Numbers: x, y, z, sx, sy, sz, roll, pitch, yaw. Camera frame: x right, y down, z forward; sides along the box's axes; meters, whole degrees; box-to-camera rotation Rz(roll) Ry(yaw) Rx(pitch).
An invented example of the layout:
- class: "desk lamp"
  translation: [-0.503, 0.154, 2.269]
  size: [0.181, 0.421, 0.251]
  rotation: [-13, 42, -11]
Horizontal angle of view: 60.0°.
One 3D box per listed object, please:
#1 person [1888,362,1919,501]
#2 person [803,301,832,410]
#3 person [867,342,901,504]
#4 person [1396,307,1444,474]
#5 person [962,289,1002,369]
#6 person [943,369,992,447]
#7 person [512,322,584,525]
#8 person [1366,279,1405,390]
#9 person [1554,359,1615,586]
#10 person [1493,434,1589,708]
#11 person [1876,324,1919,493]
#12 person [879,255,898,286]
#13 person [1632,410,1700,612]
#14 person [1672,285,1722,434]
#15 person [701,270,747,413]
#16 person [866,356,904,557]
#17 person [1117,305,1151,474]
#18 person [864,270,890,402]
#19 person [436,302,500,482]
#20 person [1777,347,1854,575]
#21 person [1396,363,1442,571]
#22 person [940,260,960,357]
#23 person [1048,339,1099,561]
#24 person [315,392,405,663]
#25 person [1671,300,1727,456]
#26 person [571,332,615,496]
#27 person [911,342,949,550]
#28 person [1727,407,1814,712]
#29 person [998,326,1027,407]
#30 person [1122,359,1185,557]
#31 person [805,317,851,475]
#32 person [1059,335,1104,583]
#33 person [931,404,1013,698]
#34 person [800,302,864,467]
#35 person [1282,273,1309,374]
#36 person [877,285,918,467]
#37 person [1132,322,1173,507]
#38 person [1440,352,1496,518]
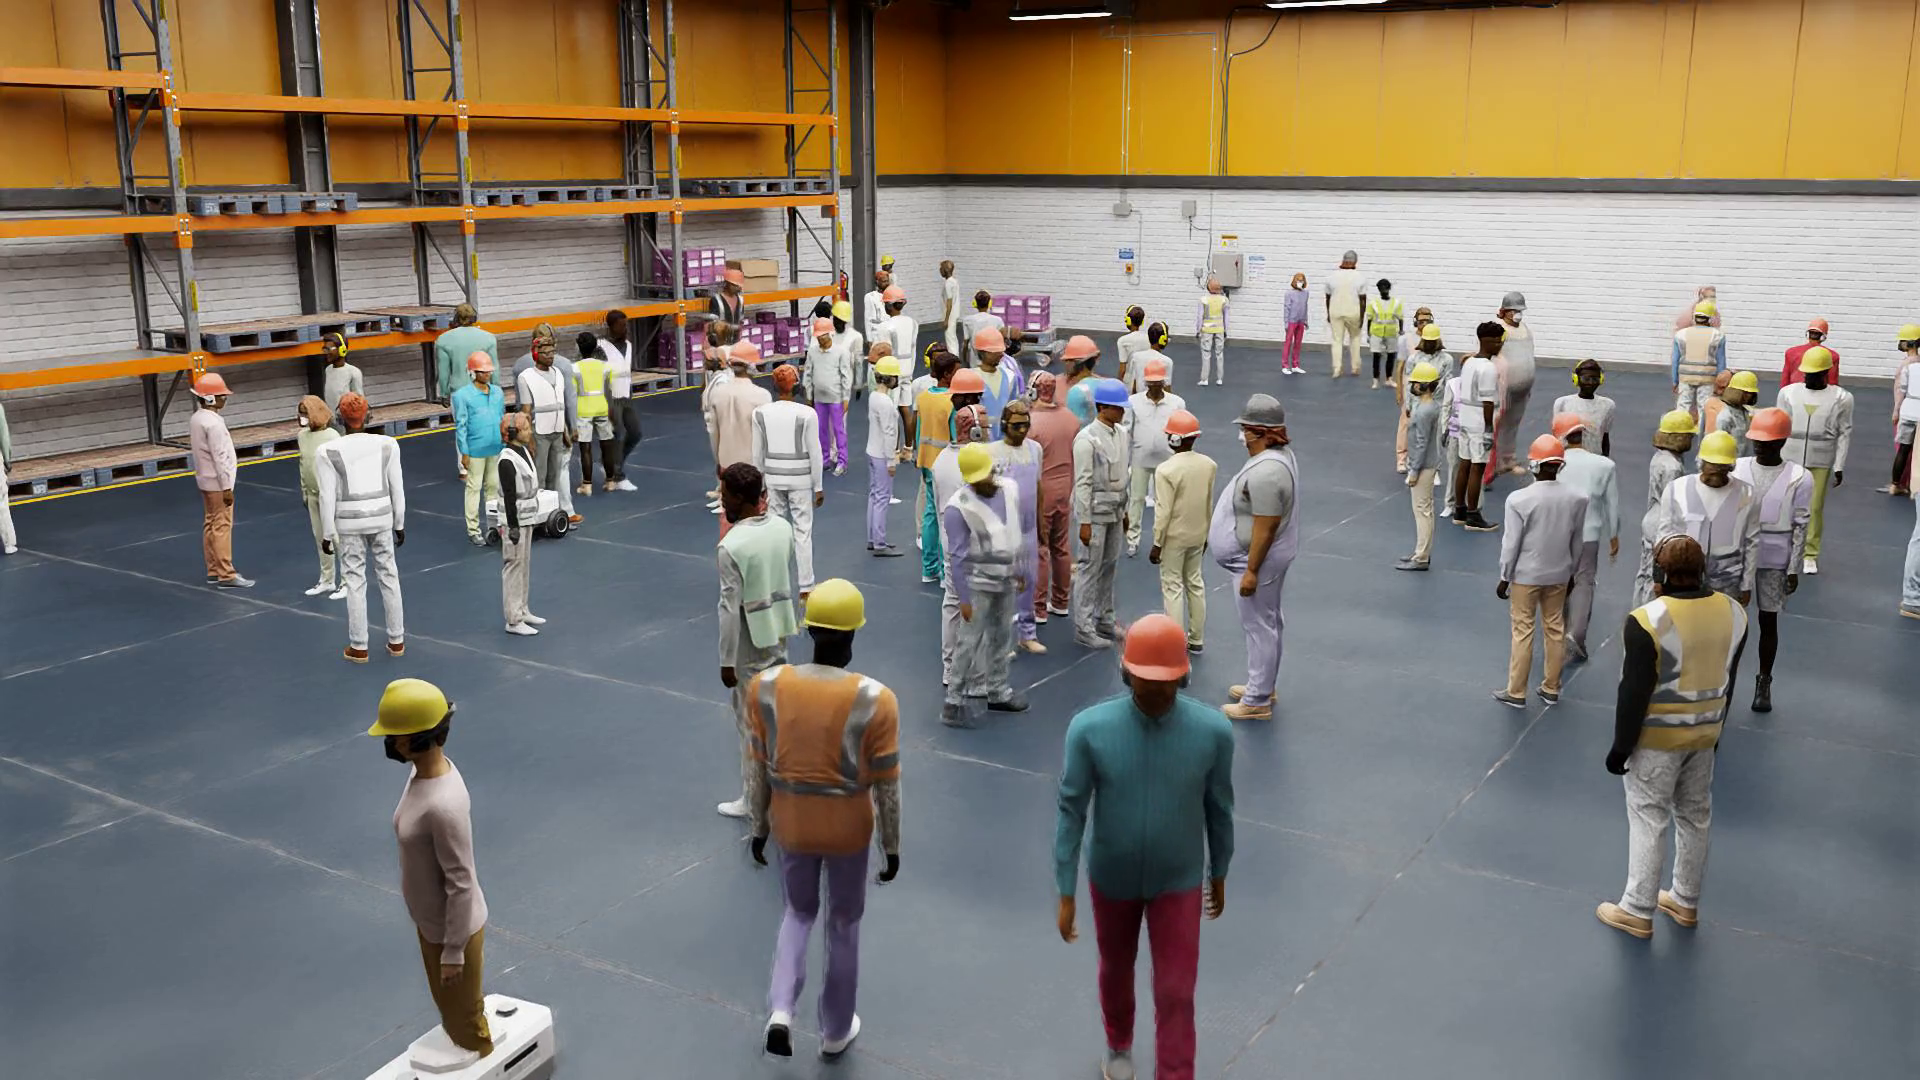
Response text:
- class: "person"
  translation: [9.805, -1.238, 16.955]
  size: [0.320, 1.687, 0.539]
  rotation: [-5, 14, -22]
- class: "person"
  translation: [-1.691, -2.136, 20.821]
  size: [0.531, 1.698, 0.320]
  rotation: [3, 13, 14]
- class: "person"
  translation: [-0.787, -1.188, 16.851]
  size: [0.284, 1.633, 0.497]
  rotation: [-4, 14, -17]
- class: "person"
  translation: [5.074, -1.650, 18.394]
  size: [0.506, 1.846, 0.345]
  rotation: [-1, 13, -3]
- class: "person"
  translation: [0.282, -2.157, 20.571]
  size: [0.515, 1.861, 0.326]
  rotation: [1, 13, 4]
- class: "person"
  translation: [0.059, -0.305, 12.356]
  size: [0.361, 1.935, 0.553]
  rotation: [-1, 13, -5]
- class: "person"
  translation: [-3.890, -1.083, 15.728]
  size: [0.627, 1.940, 0.370]
  rotation: [4, 13, 16]
- class: "person"
  translation: [6.407, -3.104, 25.093]
  size: [0.593, 1.671, 0.524]
  rotation: [2, 13, 7]
- class: "person"
  translation: [5.052, -0.545, 13.554]
  size: [0.513, 1.868, 0.328]
  rotation: [0, 13, -1]
- class: "person"
  translation: [3.673, 0.198, 10.575]
  size: [0.563, 1.752, 0.328]
  rotation: [-3, 13, -13]
- class: "person"
  translation: [9.831, -1.360, 17.325]
  size: [0.341, 1.760, 0.525]
  rotation: [12, 17, 41]
- class: "person"
  translation: [-1.269, -4.190, 29.602]
  size: [0.346, 1.761, 0.527]
  rotation: [-5, 14, -21]
- class: "person"
  translation: [4.948, -0.048, 11.663]
  size: [0.307, 1.745, 0.484]
  rotation: [2, 13, 10]
- class: "person"
  translation: [9.289, -2.241, 20.867]
  size: [0.654, 1.890, 0.422]
  rotation: [-6, 14, -24]
- class: "person"
  translation: [-3.206, -2.678, 22.602]
  size: [0.726, 1.968, 1.056]
  rotation: [-13, 18, -44]
- class: "person"
  translation: [-0.649, -0.735, 14.614]
  size: [0.334, 1.760, 0.527]
  rotation: [-4, 14, -16]
- class: "person"
  translation: [1.904, -1.653, 18.349]
  size: [0.514, 1.872, 0.328]
  rotation: [-9, 16, -35]
- class: "person"
  translation: [-1.114, -2.881, 23.649]
  size: [0.572, 1.883, 0.354]
  rotation: [-12, 18, -43]
- class: "person"
  translation: [-5.280, -1.589, 17.923]
  size: [0.635, 1.937, 0.353]
  rotation: [-4, 14, -17]
- class: "person"
  translation: [7.120, -0.667, 13.967]
  size: [0.589, 1.919, 0.392]
  rotation: [9, 16, 35]
- class: "person"
  translation: [3.898, -0.618, 14.091]
  size: [0.312, 1.768, 0.522]
  rotation: [5, 14, 22]
- class: "person"
  translation: [-0.167, -3.568, 26.710]
  size: [0.326, 1.843, 0.515]
  rotation: [3, 13, 11]
- class: "person"
  translation: [1.043, -0.820, 14.558]
  size: [0.618, 1.953, 0.871]
  rotation: [6, 14, 25]
- class: "person"
  translation: [-4.129, -0.084, 11.519]
  size: [0.572, 1.883, 0.356]
  rotation: [-9, 16, -34]
- class: "person"
  translation: [8.583, -1.863, 19.343]
  size: [0.588, 1.833, 0.404]
  rotation: [8, 15, 33]
- class: "person"
  translation: [-3.818, -1.303, 17.208]
  size: [0.534, 1.697, 0.322]
  rotation: [-9, 16, -33]
- class: "person"
  translation: [-0.196, -0.837, 14.813]
  size: [0.538, 1.869, 0.312]
  rotation: [-10, 16, -36]
- class: "person"
  translation: [5.036, 0.121, 10.514]
  size: [0.545, 1.936, 0.355]
  rotation: [9, 16, 33]
- class: "person"
  translation: [0.456, -1.203, 16.489]
  size: [0.429, 1.837, 0.624]
  rotation: [2, 13, 8]
- class: "person"
  translation: [1.688, -0.712, 14.522]
  size: [0.565, 1.750, 0.341]
  rotation: [0, 13, 0]
- class: "person"
  translation: [-1.464, -1.586, 18.343]
  size: [0.575, 1.741, 0.355]
  rotation: [7, 15, 28]
- class: "person"
  translation: [0.992, -0.660, 13.669]
  size: [0.396, 2.038, 0.614]
  rotation: [6, 14, 26]
- class: "person"
  translation: [0.085, 0.070, 10.796]
  size: [0.410, 1.909, 0.643]
  rotation: [-8, 15, -30]
- class: "person"
  translation: [-1.448, -1.776, 18.925]
  size: [0.708, 1.869, 0.956]
  rotation: [1, 13, 2]
- class: "person"
  translation: [5.436, -3.500, 26.880]
  size: [0.502, 1.631, 0.284]
  rotation: [-8, 15, -30]
- class: "person"
  translation: [-0.742, -1.853, 18.838]
  size: [0.370, 2.044, 0.608]
  rotation: [10, 16, 36]
- class: "person"
  translation: [1.935, -1.254, 16.664]
  size: [0.344, 1.857, 0.525]
  rotation: [-13, 18, -43]
- class: "person"
  translation: [4.900, -1.000, 16.049]
  size: [0.521, 1.632, 0.314]
  rotation: [8, 15, 32]
